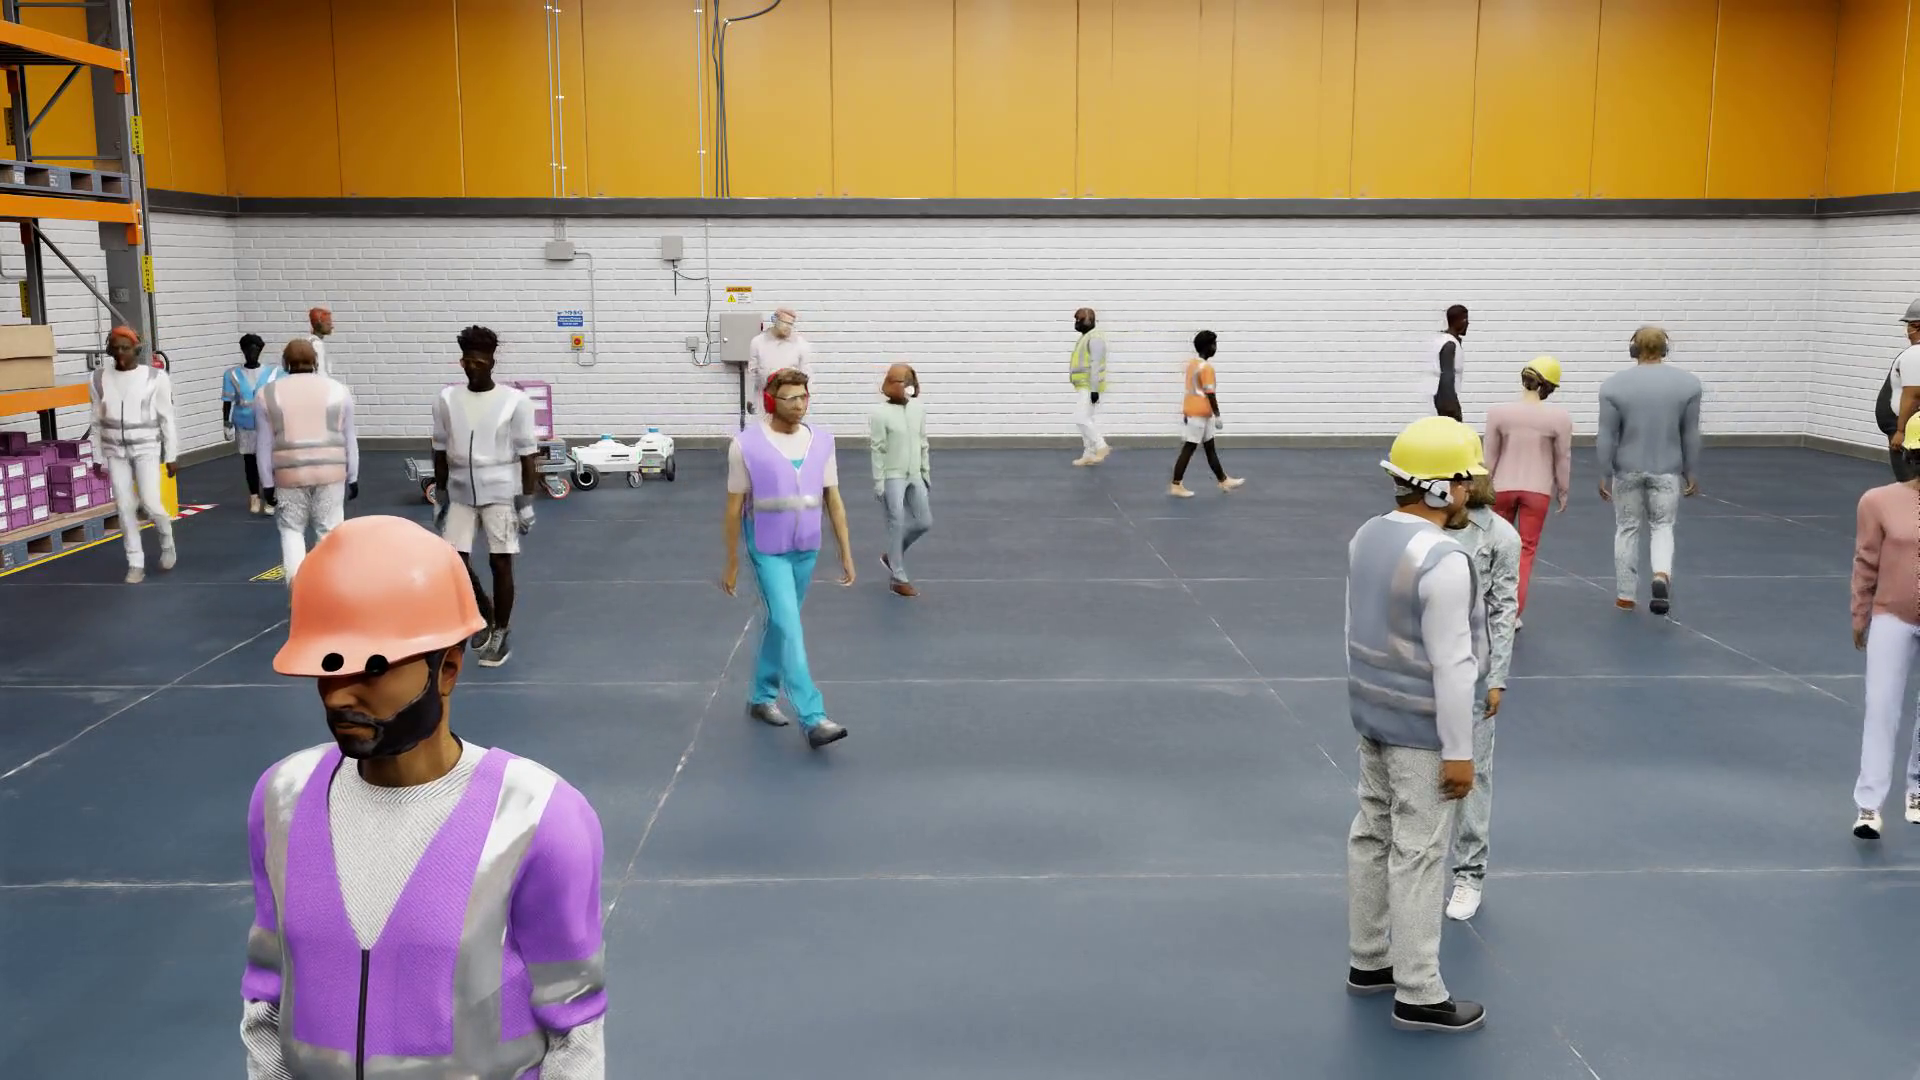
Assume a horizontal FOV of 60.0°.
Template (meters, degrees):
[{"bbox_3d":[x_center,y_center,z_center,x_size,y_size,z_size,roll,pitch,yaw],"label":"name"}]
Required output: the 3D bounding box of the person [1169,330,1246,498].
[{"bbox_3d":[2.469,-1.236,16.442,0.854,1.649,0.554,-1,9,-6],"label":"person"}]

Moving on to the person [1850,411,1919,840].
[{"bbox_3d":[3.802,0.345,6.572,0.528,1.727,0.882,5,11,29],"label":"person"}]

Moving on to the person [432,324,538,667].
[{"bbox_3d":[-2.721,-0.247,9.483,0.643,1.952,0.419,1,9,6],"label":"person"}]

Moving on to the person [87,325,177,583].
[{"bbox_3d":[-6.003,-0.627,12.100,0.576,1.872,0.467,-1,9,-6],"label":"person"}]

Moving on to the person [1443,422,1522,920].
[{"bbox_3d":[1.691,0.455,5.842,0.493,1.744,0.302,8,12,40],"label":"person"}]

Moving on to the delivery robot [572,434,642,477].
[{"bbox_3d":[-3.654,-0.858,17.227,0.707,0.478,0.477,-2,9,-15],"label":"delivery robot"}]

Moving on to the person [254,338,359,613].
[{"bbox_3d":[-4.227,-0.398,10.818,0.621,1.823,0.467,-3,10,-20],"label":"person"}]

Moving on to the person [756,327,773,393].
[{"bbox_3d":[-1.961,-1.503,18.158,0.547,1.627,0.403,-6,11,-32],"label":"person"}]

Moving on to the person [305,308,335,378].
[{"bbox_3d":[-6.629,-1.452,17.165,0.418,1.868,0.587,-5,11,-29],"label":"person"}]

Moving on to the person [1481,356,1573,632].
[{"bbox_3d":[3.576,-0.299,10.535,0.547,1.724,0.657,6,11,31],"label":"person"}]

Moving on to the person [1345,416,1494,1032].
[{"bbox_3d":[1.379,0.543,5.018,0.404,1.835,0.590,-2,10,-13],"label":"person"}]

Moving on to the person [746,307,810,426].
[{"bbox_3d":[-1.874,-1.472,17.236,0.656,1.880,0.566,1,9,4],"label":"person"}]

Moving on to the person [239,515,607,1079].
[{"bbox_3d":[-0.771,0.922,2.374,0.543,1.938,0.356,2,9,10],"label":"person"}]

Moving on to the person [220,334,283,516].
[{"bbox_3d":[-6.447,-1.040,15.191,0.550,1.666,0.718,-3,10,-18],"label":"person"}]

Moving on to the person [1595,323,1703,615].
[{"bbox_3d":[4.442,-0.439,10.766,0.641,1.924,0.615,3,10,15],"label":"person"}]

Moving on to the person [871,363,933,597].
[{"bbox_3d":[-0.416,-0.421,11.550,0.392,1.622,0.518,9,13,44],"label":"person"}]

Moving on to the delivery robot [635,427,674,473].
[{"bbox_3d":[-3.303,-0.977,17.956,0.477,0.478,0.707,0,9,-2],"label":"delivery robot"}]

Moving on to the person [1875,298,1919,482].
[{"bbox_3d":[7.637,-0.920,13.351,0.682,2.000,0.536,-7,11,-35],"label":"person"}]

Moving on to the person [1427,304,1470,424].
[{"bbox_3d":[5.040,-1.496,17.296,0.476,1.902,0.601,3,10,19],"label":"person"}]

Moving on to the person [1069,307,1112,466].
[{"bbox_3d":[1.453,-1.741,19.036,0.441,1.828,0.646,-1,9,-9],"label":"person"}]

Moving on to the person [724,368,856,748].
[{"bbox_3d":[-0.789,0.075,7.988,0.591,1.790,0.955,-8,12,-39],"label":"person"}]
